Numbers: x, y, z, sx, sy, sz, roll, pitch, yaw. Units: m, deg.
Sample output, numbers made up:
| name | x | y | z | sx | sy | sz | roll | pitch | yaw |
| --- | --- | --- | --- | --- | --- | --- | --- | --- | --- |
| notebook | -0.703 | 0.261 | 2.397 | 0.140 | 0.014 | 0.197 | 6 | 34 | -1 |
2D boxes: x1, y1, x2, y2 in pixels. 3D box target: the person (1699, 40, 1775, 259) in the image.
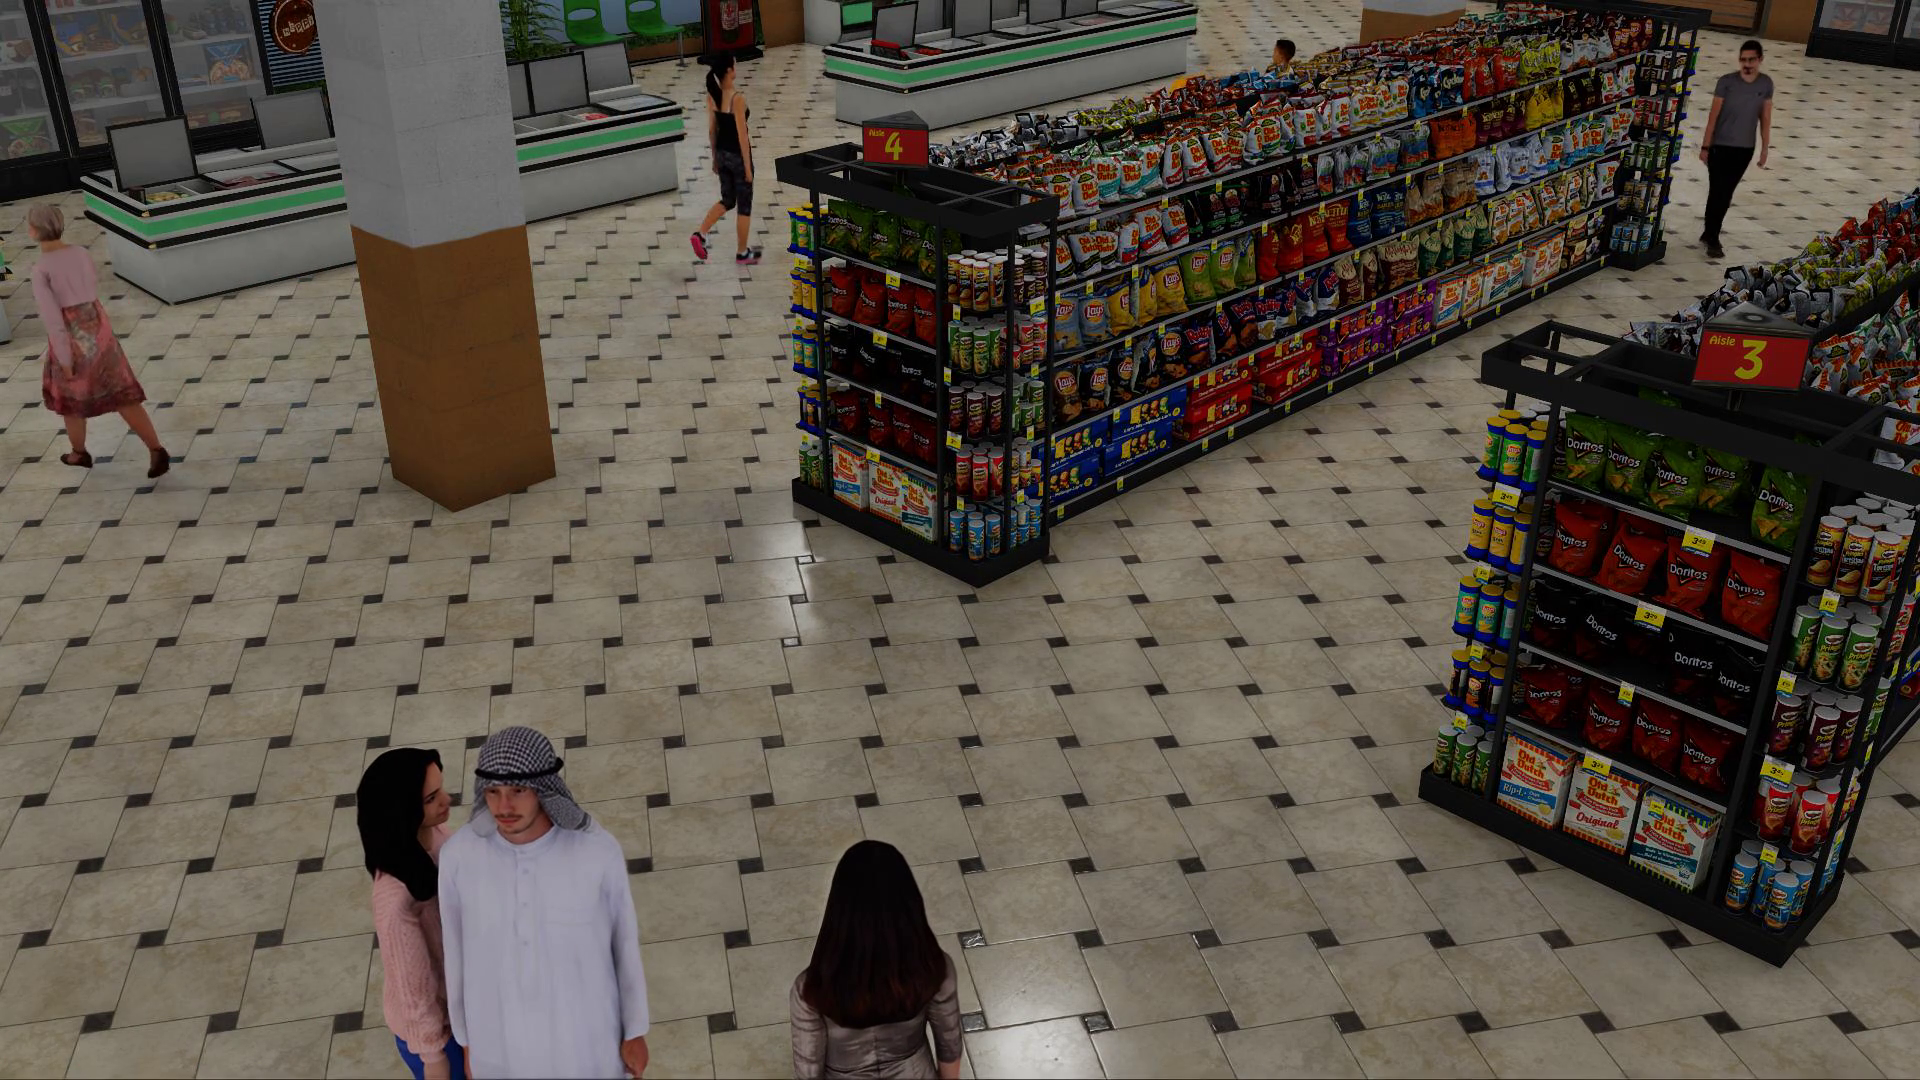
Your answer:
| name | x | y | z | sx | sy | sz | roll | pitch | yaw |
| --- | --- | --- | --- | --- | --- | --- | --- | --- | --- |
| person | 6.351 | -3.255 | 13.757 | 0.975 | 1.724 | 1.034 | -1 | 27 | -1 |

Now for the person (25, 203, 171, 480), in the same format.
| name | x | y | z | sx | sy | sz | roll | pitch | yaw |
| --- | --- | --- | --- | --- | --- | --- | --- | --- | --- |
| person | -4.967 | -1.094 | 9.575 | 0.845 | 1.653 | 1.089 | 13 | 30 | 24 |

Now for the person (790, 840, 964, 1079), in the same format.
| name | x | y | z | sx | sy | sz | roll | pitch | yaw |
| --- | --- | --- | --- | --- | --- | --- | --- | --- | --- |
| person | -0.212 | 1.516 | 4.325 | 0.606 | 1.746 | 0.727 | -7 | 28 | -14 |

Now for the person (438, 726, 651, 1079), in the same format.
| name | x | y | z | sx | sy | sz | roll | pitch | yaw |
| --- | --- | --- | --- | --- | --- | --- | --- | --- | --- |
| person | -1.108 | 1.329 | 4.496 | 0.794 | 1.926 | 0.871 | -2 | 27 | -5 |

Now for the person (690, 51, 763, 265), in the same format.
| name | x | y | z | sx | sy | sz | roll | pitch | yaw |
| --- | --- | --- | --- | --- | --- | --- | --- | --- | --- |
| person | -1.884 | -2.998 | 13.266 | 0.561 | 1.711 | 0.894 | 24 | 35 | 38 |

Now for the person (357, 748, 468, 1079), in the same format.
| name | x | y | z | sx | sy | sz | roll | pitch | yaw |
| --- | --- | --- | --- | --- | --- | --- | --- | --- | --- |
| person | -1.453 | 1.330 | 4.667 | 0.777 | 1.769 | 0.715 | 0 | 27 | 1 |

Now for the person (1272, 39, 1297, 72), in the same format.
| name | x | y | z | sx | sy | sz | roll | pitch | yaw |
| --- | --- | --- | --- | --- | --- | --- | --- | --- | --- |
| person | 3.051 | -3.958 | 15.473 | 0.949 | 1.426 | 1.027 | 8 | 28 | 15 |
